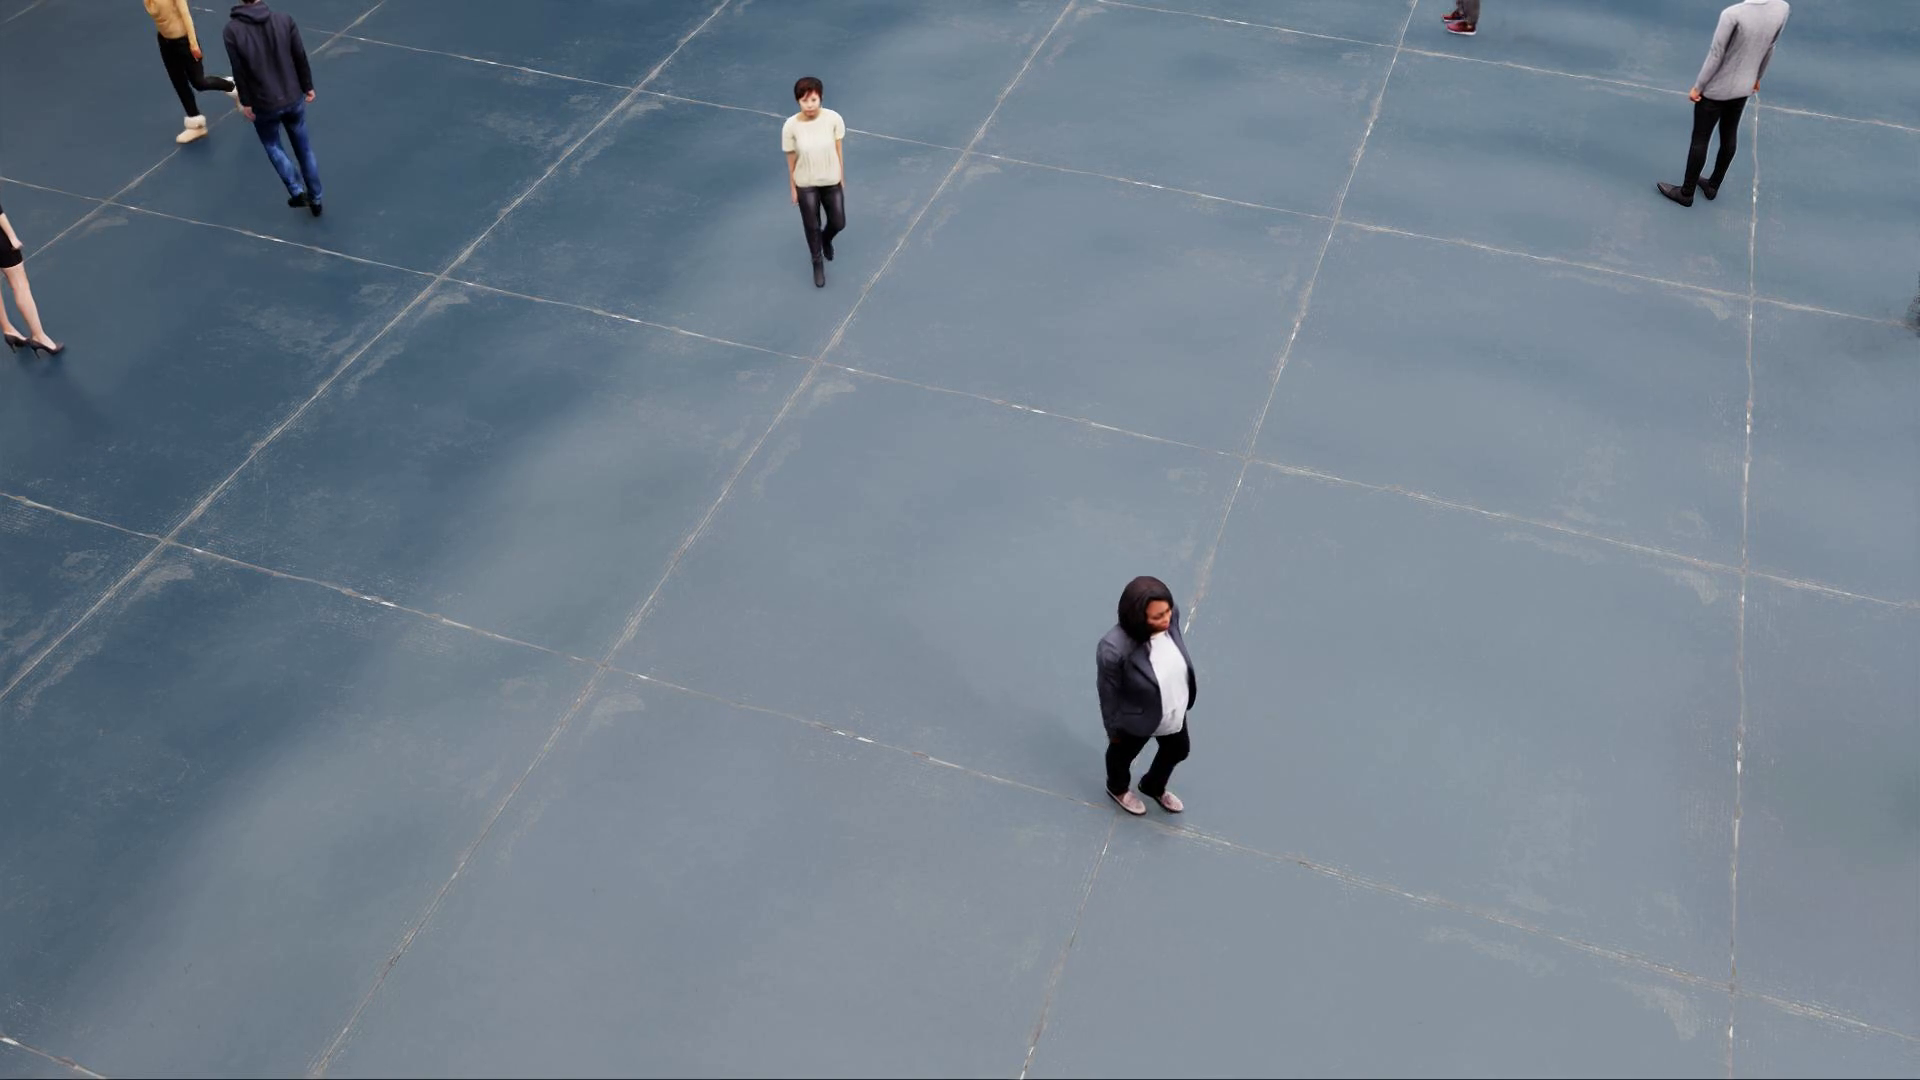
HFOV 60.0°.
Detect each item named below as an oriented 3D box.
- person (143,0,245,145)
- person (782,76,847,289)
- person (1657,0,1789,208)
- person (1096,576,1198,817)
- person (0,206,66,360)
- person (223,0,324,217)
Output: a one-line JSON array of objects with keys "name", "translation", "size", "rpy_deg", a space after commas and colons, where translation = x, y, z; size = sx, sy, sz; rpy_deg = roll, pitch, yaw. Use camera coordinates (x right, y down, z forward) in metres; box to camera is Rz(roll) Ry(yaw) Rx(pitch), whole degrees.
[{"name": "person", "translation": [-6.088, -3.967, 13.115], "size": [0.925, 1.644, 0.770], "rpy_deg": [24, 48, 24]}, {"name": "person", "translation": [-1.002, -2.526, 11.623], "size": [0.742, 1.575, 0.805], "rpy_deg": [-8, 44, -9]}, {"name": "person", "translation": [5.679, -3.372, 12.274], "size": [0.800, 1.922, 0.892], "rpy_deg": [-13, 45, -14]}, {"name": "person", "translation": [0.844, 0.747, 8.110], "size": [0.801, 1.585, 0.817], "rpy_deg": [-32, 52, -29]}, {"name": "person", "translation": [-6.373, -1.984, 10.876], "size": [0.435, 1.802, 0.643], "rpy_deg": [12, 44, 13]}, {"name": "person", "translation": [-4.941, -3.172, 12.095], "size": [0.818, 1.875, 0.845], "rpy_deg": [-25, 49, -24]}]
